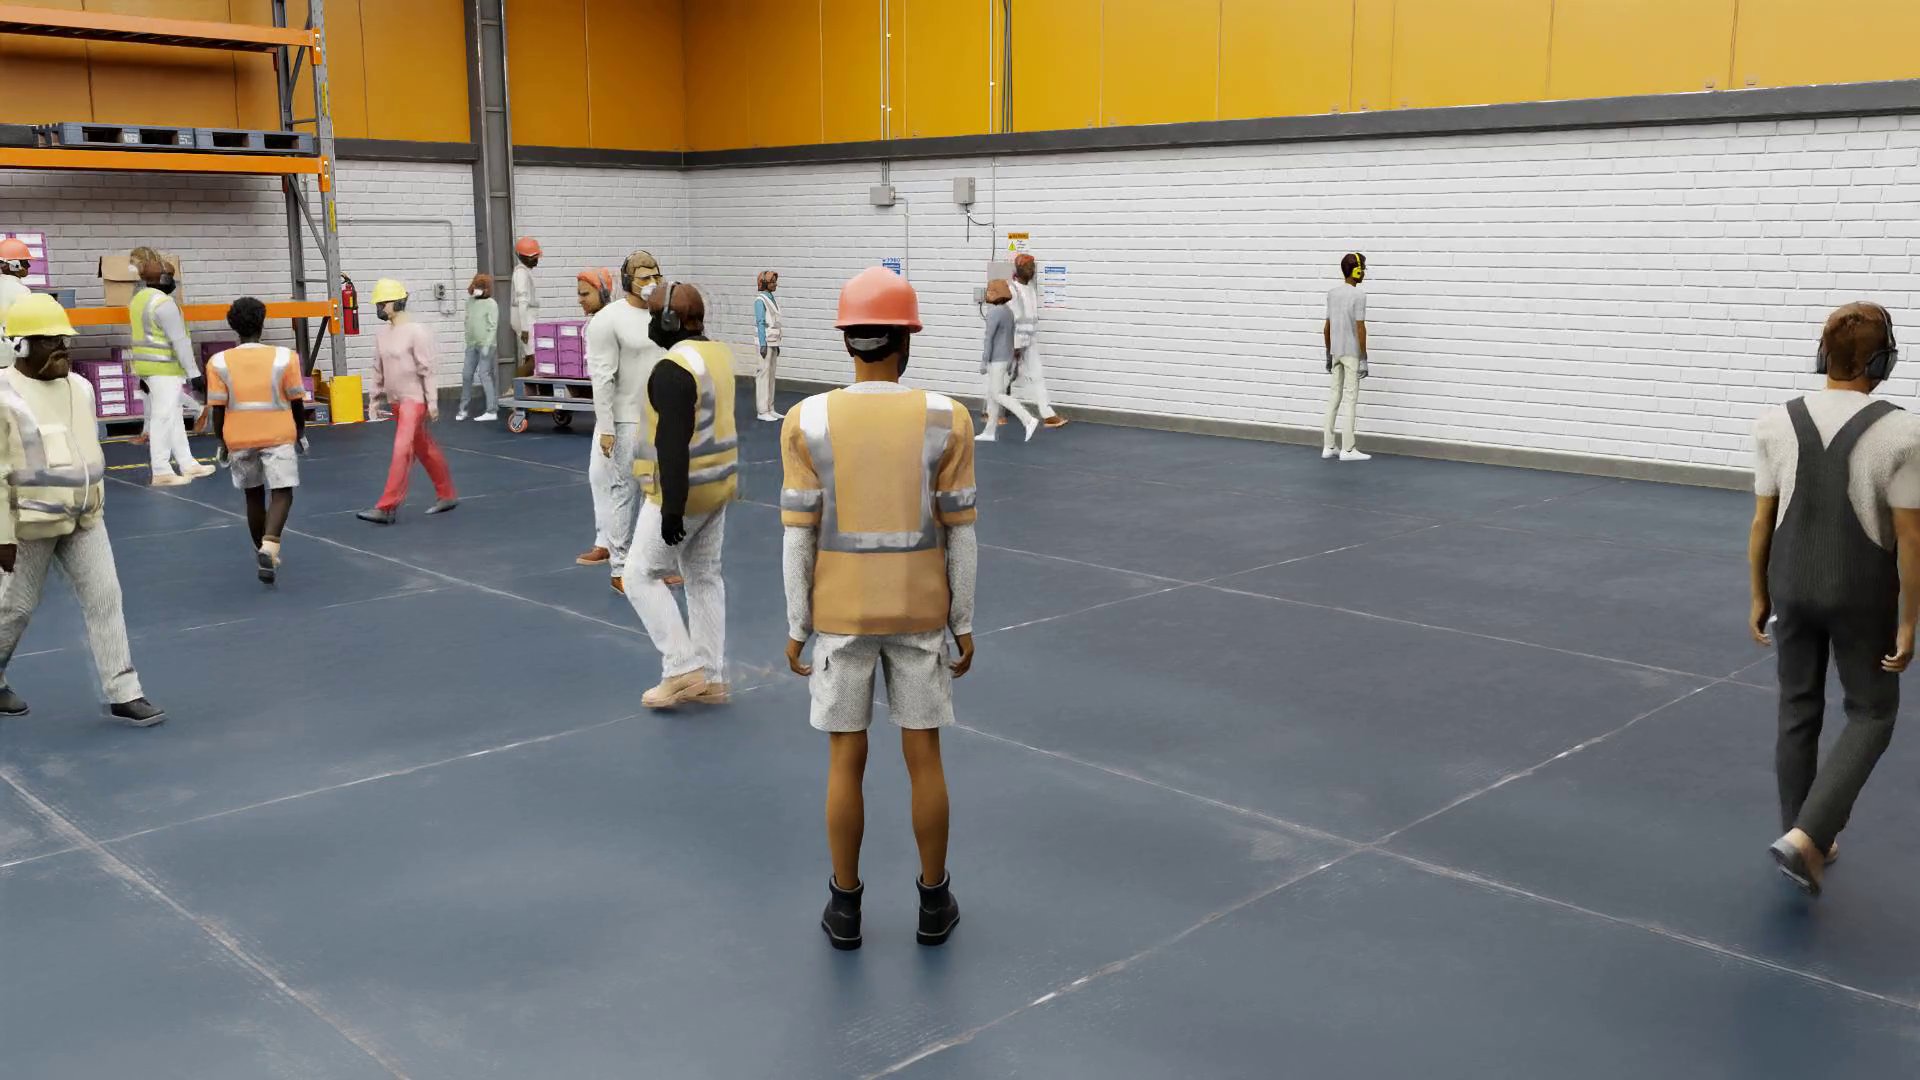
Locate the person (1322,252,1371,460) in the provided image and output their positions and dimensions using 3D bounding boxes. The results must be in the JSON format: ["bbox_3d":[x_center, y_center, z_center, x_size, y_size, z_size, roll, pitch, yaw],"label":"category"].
[{"bbox_3d":[3.501,-1.654,15.038,0.310,1.866,0.534,-6,12,-28],"label":"person"}]

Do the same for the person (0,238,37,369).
[{"bbox_3d":[-7.775,-1.486,13.771,0.622,1.993,0.382,7,12,33],"label":"person"}]

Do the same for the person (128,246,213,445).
[{"bbox_3d":[-7.759,-1.886,16.161,0.670,1.924,0.635,-9,14,-41],"label":"person"}]

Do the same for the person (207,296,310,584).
[{"bbox_3d":[-4.101,-0.582,9.713,0.532,1.675,0.750,-2,11,-9],"label":"person"}]

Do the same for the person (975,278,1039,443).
[{"bbox_3d":[0.440,-1.735,16.186,0.694,1.607,0.506,4,11,22],"label":"person"}]

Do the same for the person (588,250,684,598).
[{"bbox_3d":[-1.795,-0.655,9.394,0.352,1.937,0.635,8,13,38],"label":"person"}]

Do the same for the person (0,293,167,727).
[{"bbox_3d":[-3.781,-0.117,6.850,0.919,1.794,0.599,4,11,19],"label":"person"}]

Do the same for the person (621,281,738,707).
[{"bbox_3d":[-1.200,-0.179,7.102,0.499,1.828,0.665,2,11,11],"label":"person"}]

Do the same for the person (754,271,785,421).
[{"bbox_3d":[-2.104,-2.125,18.224,0.306,1.640,0.523,2,11,10],"label":"person"}]

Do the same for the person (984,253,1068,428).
[{"bbox_3d":[0.654,-2.095,17.552,1.005,1.832,0.597,7,13,34],"label":"person"}]

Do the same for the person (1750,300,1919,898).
[{"bbox_3d":[2.642,0.195,5.054,0.655,1.833,0.511,-9,14,-42],"label":"person"}]

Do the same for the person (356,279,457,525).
[{"bbox_3d":[-3.958,-0.985,11.812,0.548,1.706,0.925,7,13,35],"label":"person"}]

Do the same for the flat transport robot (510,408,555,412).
[{"bbox_3d":[-4.530,-1.669,19.477,0.652,0.197,1.431,5,12,27],"label":"flat transport robot"}]

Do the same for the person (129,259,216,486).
[{"bbox_3d":[-6.379,-1.365,13.608,0.762,1.817,0.703,-10,14,-43],"label":"person"}]

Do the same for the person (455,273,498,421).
[{"bbox_3d":[-5.269,-2.100,18.209,0.559,1.621,0.330,7,12,33],"label":"person"}]

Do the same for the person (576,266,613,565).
[{"bbox_3d":[-2.016,-0.782,10.372,0.588,1.848,0.837,9,14,40],"label":"person"}]

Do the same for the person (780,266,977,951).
[{"bbox_3d":[-0.228,0.201,4.733,0.550,1.933,0.373,-1,10,-3],"label":"person"}]

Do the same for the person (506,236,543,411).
[{"bbox_3d":[-4.951,-2.441,18.947,0.500,2.018,0.736,-2,11,-8],"label":"person"}]
